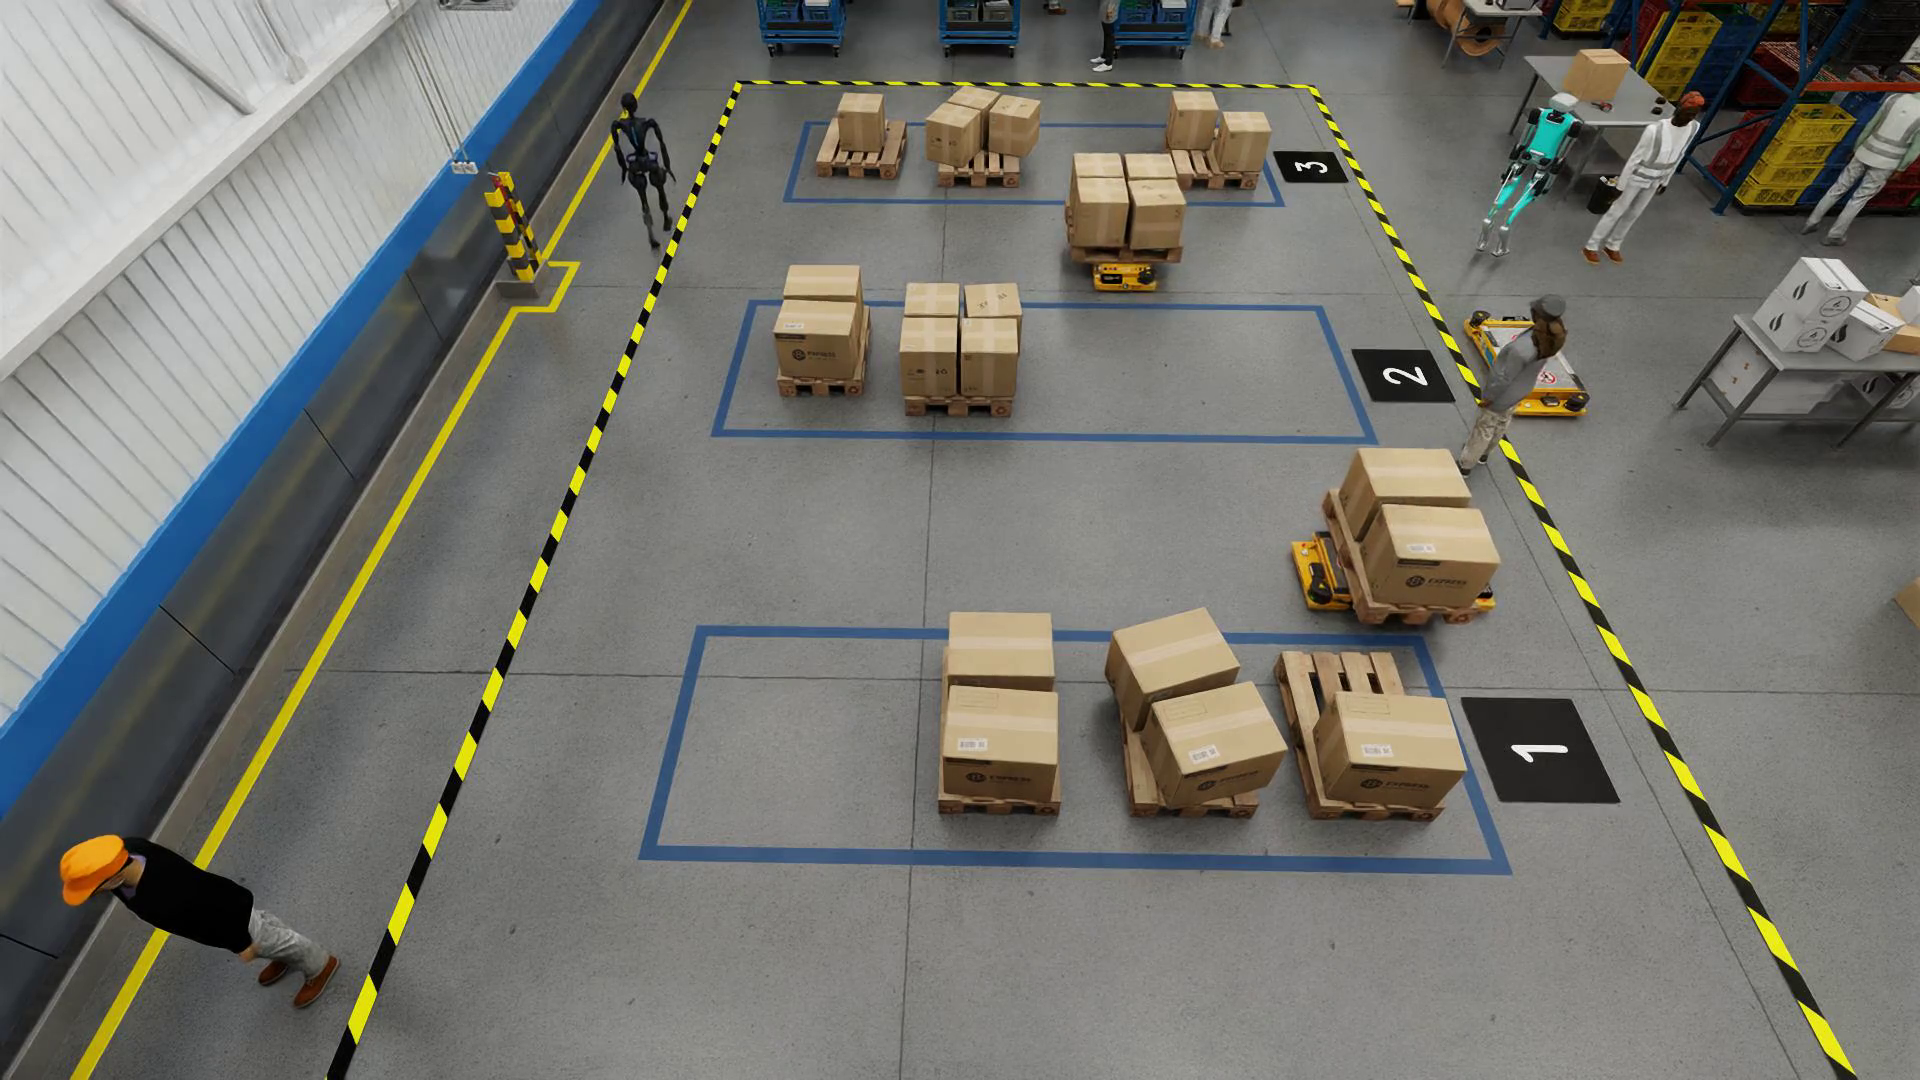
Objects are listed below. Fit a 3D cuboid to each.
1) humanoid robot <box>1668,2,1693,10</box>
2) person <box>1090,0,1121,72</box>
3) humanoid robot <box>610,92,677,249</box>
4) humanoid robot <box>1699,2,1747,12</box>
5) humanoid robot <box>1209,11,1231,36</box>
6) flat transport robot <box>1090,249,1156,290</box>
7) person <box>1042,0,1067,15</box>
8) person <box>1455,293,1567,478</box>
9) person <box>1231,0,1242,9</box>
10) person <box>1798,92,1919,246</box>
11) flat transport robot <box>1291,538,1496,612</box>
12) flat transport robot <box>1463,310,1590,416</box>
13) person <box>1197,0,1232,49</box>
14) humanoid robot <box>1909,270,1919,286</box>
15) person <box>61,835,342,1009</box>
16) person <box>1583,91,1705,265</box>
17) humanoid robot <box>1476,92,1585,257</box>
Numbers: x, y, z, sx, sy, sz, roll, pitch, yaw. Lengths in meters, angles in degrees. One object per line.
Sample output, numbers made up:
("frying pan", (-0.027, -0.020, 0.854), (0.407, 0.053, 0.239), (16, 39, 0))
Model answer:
("humanoid robot", (10.642, -7.924, 13.479), (0.610, 1.637, 0.622), (12, 50, 11))
("person", (2.122, -7.764, 13.207), (0.395, 1.849, 0.596), (0, 49, 0))
("humanoid robot", (-3.497, -4.093, 10.176), (0.603, 1.651, 0.735), (-7, 49, -6))
("humanoid robot", (11.427, -8.117, 13.618), (0.599, 1.657, 0.315), (25, 54, 20))
("humanoid robot", (4.096, -8.633, 14.078), (0.432, 1.637, 0.585), (18, 51, 15))
("flat transport robot", (1.807, -3.319, 10.387), (0.652, 0.197, 1.431), (1, 49, 1))
("person", (1.553, -9.515, 14.665), (0.370, 1.940, 0.627), (-10, 50, -8))
("person", (4.559, -1.260, 7.633), (0.571, 1.764, 0.401), (-28, 55, -22))
("person", (4.732, -9.655, 14.773), (0.514, 1.954, 0.623), (-7, 49, -6))
("person", (10.073, -4.183, 10.044), (0.381, 1.948, 0.603), (-16, 51, -13))
("flat transport robot", (3.445, 0.243, 7.304), (1.431, 0.197, 0.652), (1, 49, 1))
("flat transport robot", (5.573, -1.757, 9.054), (0.659, 0.231, 1.431), (1, 49, 1))
("person", (3.931, -8.401, 13.780), (0.435, 1.820, 0.657), (-22, 53, -18))
("humanoid robot", (10.567, -3.356, 9.401), (0.532, 1.691, 0.742), (5, 49, 4))
("person", (-3.885, 1.976, 4.759), (0.585, 1.879, 0.383), (22, 53, 18))
("person", (7.297, -3.832, 9.789), (0.581, 1.879, 0.357), (-6, 49, -5))
("humanoid robot", (5.967, -3.810, 9.771), (0.735, 1.677, 0.533), (-35, 58, -26))
